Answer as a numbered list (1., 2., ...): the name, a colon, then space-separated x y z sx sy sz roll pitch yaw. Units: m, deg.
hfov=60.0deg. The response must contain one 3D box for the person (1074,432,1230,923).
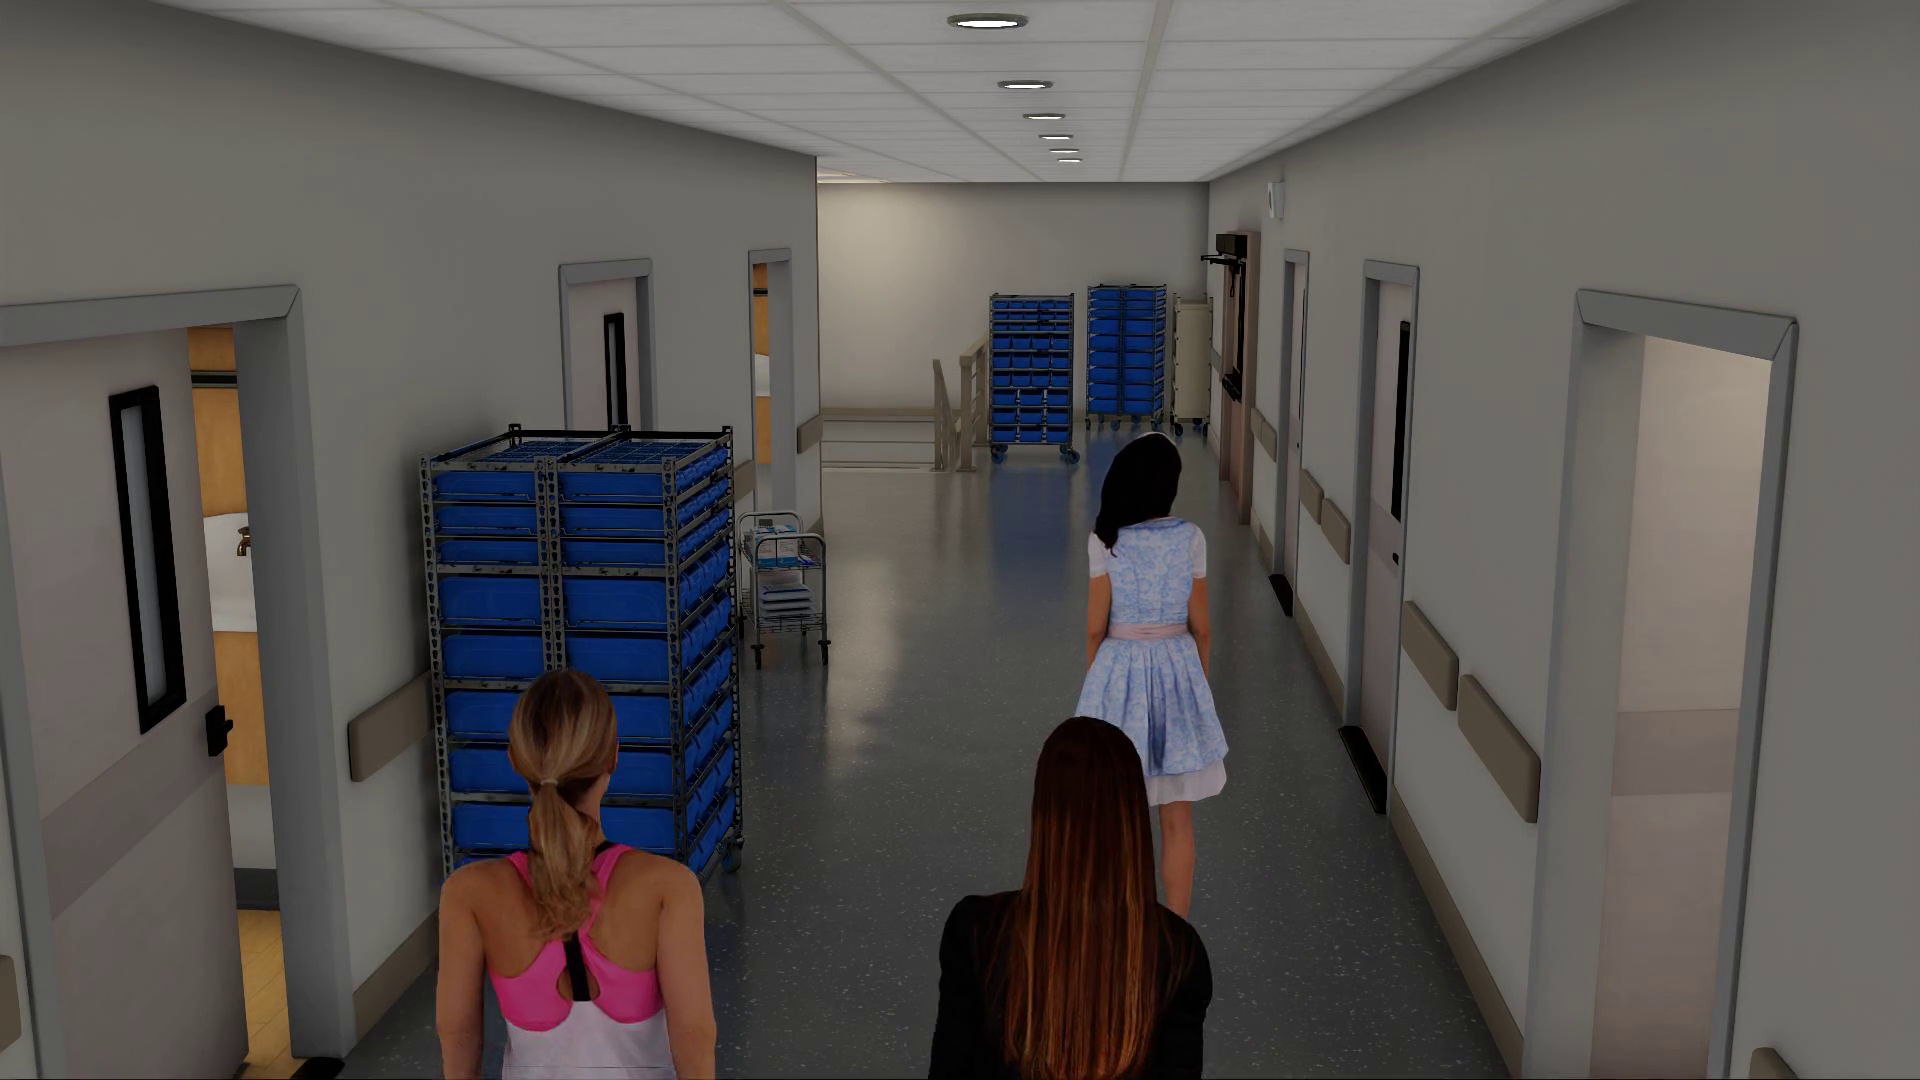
1. person: 0.614 0.552 5.457 0.692 1.818 0.713 0 11 2

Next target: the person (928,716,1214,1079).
1. person: 0.162 1.153 2.629 0.661 1.692 0.805 1 11 8

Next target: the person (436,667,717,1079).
1. person: -0.609 1.130 2.636 0.779 1.733 1.233 -1 11 -5
